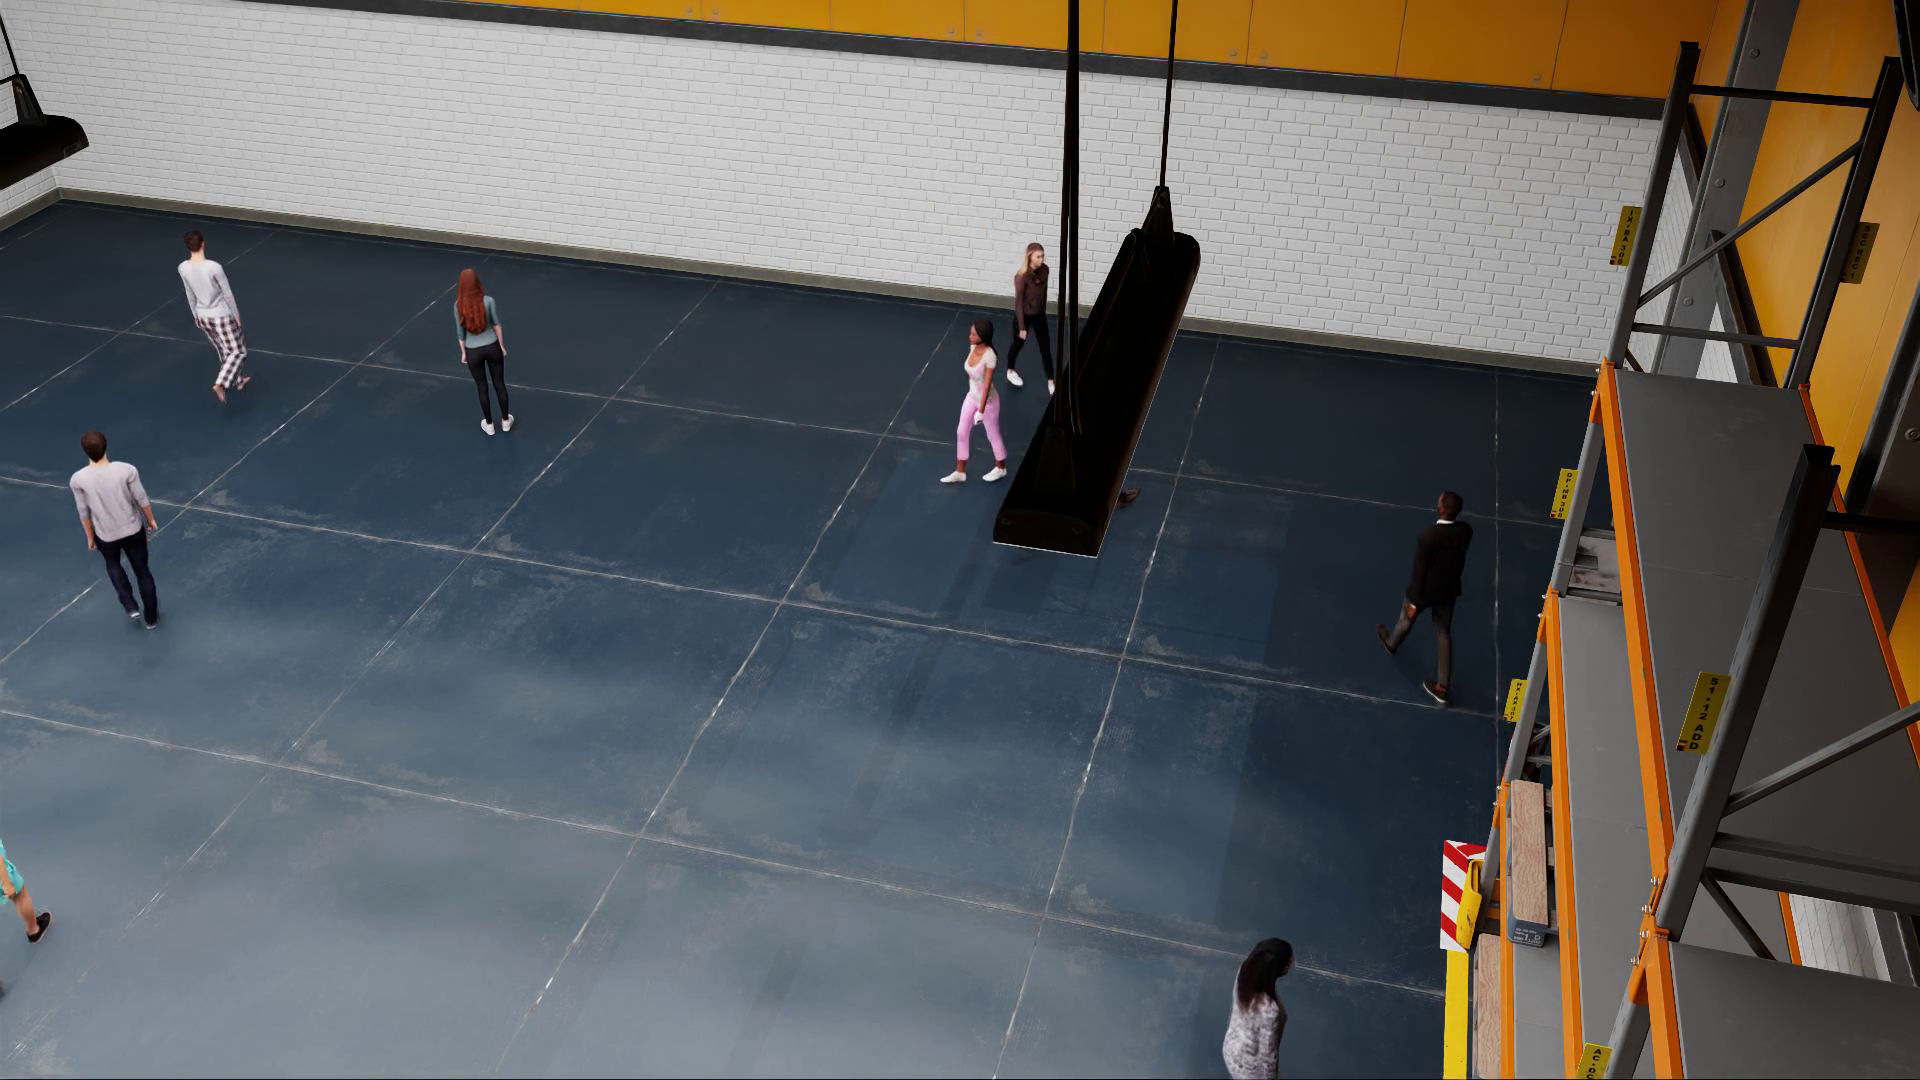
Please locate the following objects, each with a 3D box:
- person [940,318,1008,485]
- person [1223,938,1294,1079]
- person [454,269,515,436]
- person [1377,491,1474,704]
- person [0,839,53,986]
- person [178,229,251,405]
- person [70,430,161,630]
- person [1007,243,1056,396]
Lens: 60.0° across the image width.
[{"bbox_3d":[0.305,-1.306,15.666,0.999,1.718,0.937,-18,38,-25],"label":"person"},{"bbox_3d":[1.616,2.903,9.331,0.878,1.720,0.771,-8,35,-12],"label":"person"},{"bbox_3d":[-4.726,-1.862,16.480,0.675,1.743,0.704,-11,35,-17],"label":"person"},{"bbox_3d":[3.750,0.470,12.967,1.112,1.747,1.284,-11,35,-16],"label":"person"},{"bbox_3d":[-6.244,2.187,10.577,0.712,1.533,1.081,1,34,1],"label":"person"},{"bbox_3d":[-7.617,-2.252,16.990,0.708,1.827,1.005,3,34,5],"label":"person"},{"bbox_3d":[-6.895,-0.032,13.648,0.825,1.829,0.874,-15,36,-21],"label":"person"},{"bbox_3d":[0.668,-2.317,17.239,1.081,1.659,1.076,-24,40,-31],"label":"person"}]
